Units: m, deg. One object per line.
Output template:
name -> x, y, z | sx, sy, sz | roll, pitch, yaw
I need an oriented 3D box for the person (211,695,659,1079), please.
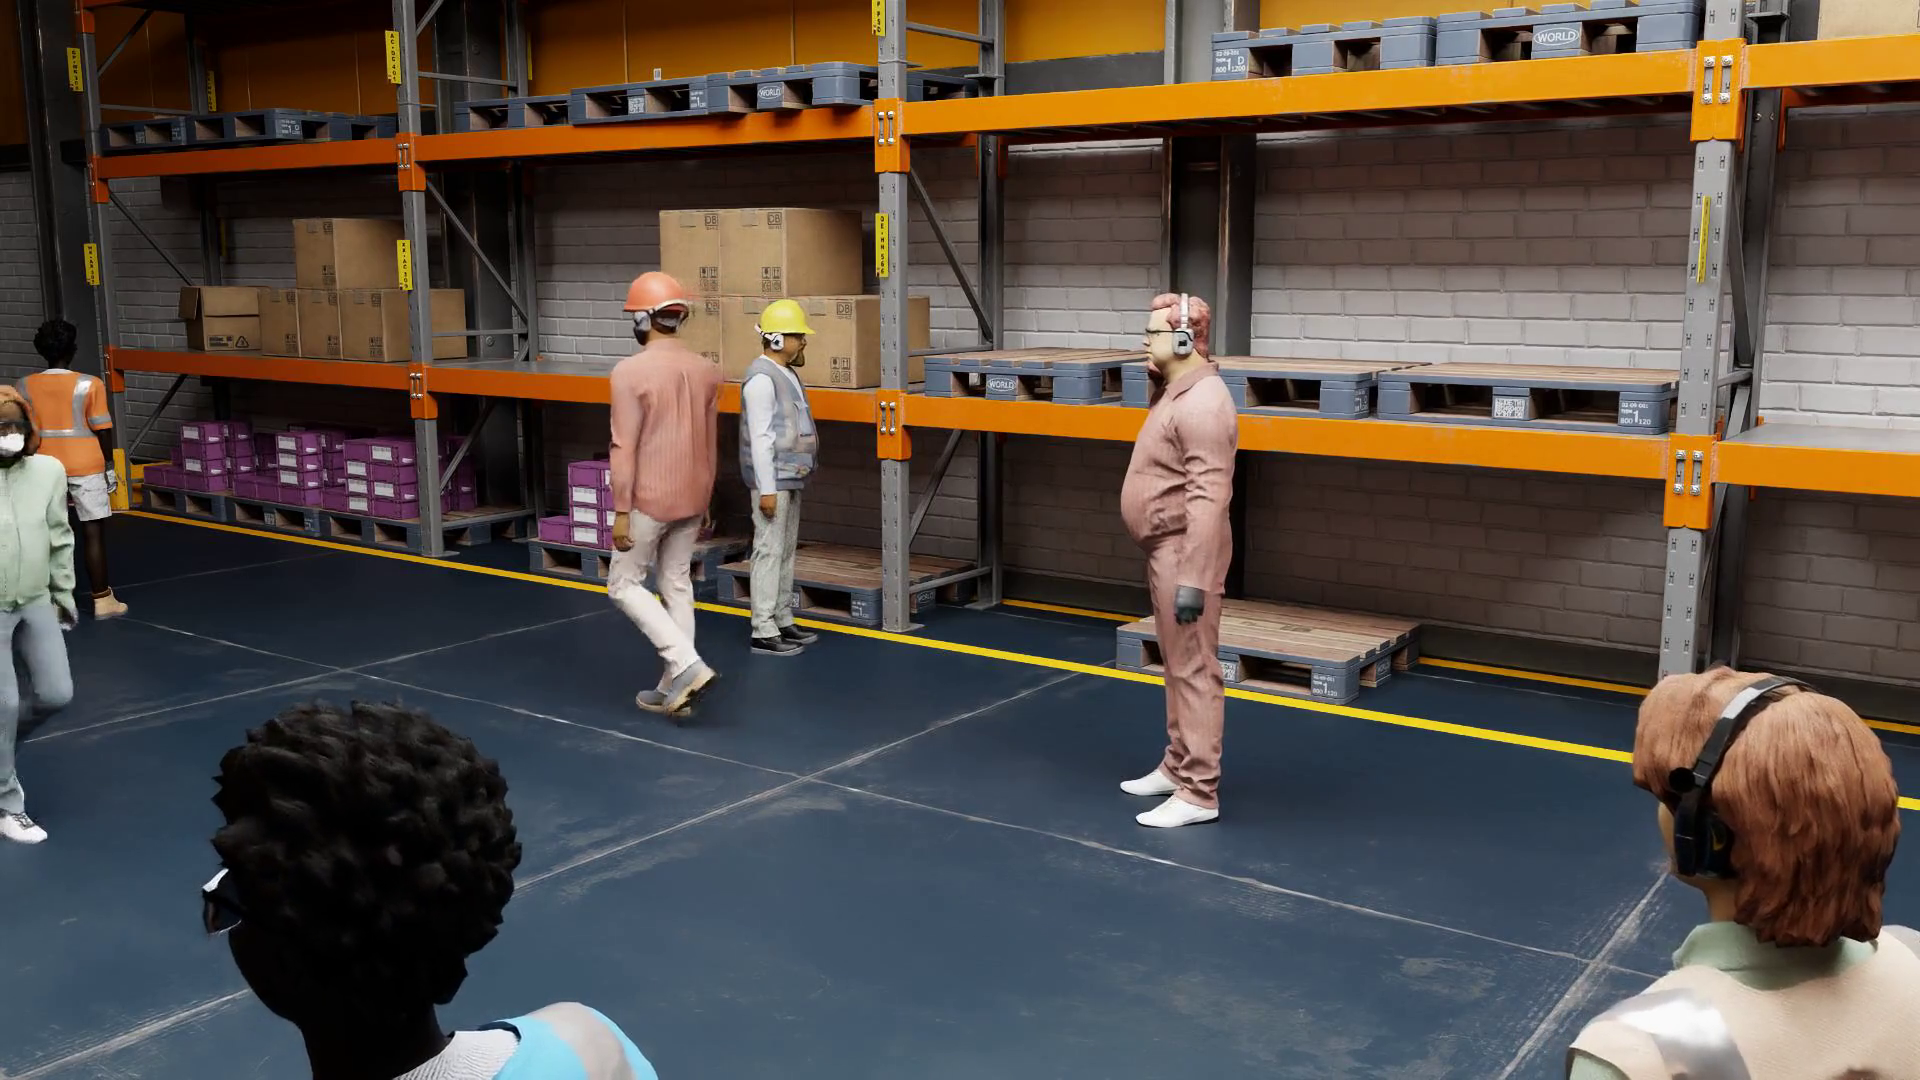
person -> -0.448, 0.954, 1.371 | 0.318, 1.700, 0.534 | 5, 11, 27

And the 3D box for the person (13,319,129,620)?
person -> -5.004, -0.385, 9.348 | 0.535, 1.700, 0.318 | 0, 10, -3

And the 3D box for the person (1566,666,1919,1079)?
person -> 0.763, 0.934, 1.662 | 0.512, 1.642, 0.312 | -5, 11, -28

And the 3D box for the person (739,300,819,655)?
person -> -0.928, -0.322, 8.614 | 0.403, 1.825, 0.596 | 2, 10, 10

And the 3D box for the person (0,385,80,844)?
person -> -3.348, 0.252, 5.803 | 0.467, 1.609, 0.545 | 5, 11, 26

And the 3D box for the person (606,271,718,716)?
person -> -1.281, -0.178, 7.277 | 0.483, 1.975, 0.643 | 7, 12, 35

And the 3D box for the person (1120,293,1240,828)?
person -> 0.777, 0.075, 5.990 | 0.401, 1.910, 0.642 | 0, 10, 1
